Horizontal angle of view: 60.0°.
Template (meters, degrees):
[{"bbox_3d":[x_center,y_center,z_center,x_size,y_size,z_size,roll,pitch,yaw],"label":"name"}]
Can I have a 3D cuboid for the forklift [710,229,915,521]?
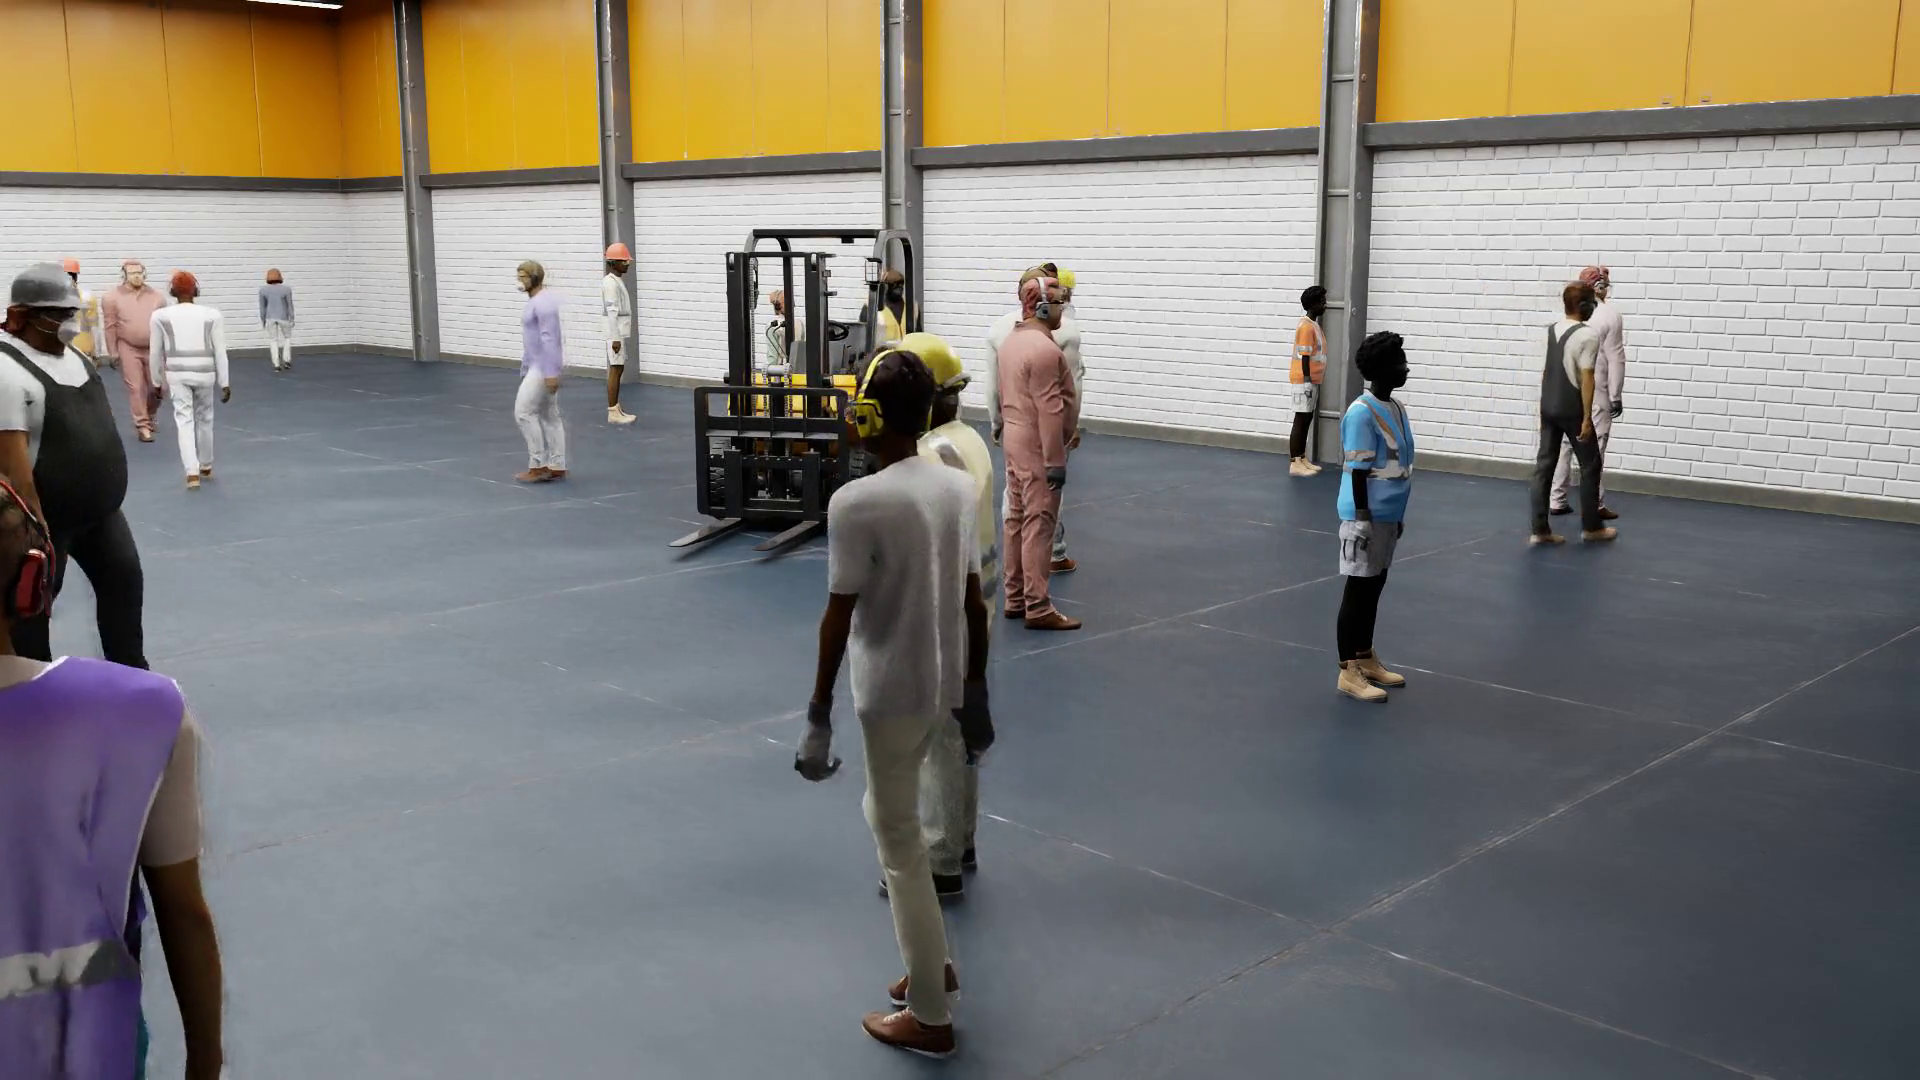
[{"bbox_3d":[-1.050,-1.319,12.920,1.214,2.155,2.313,2,11,13],"label":"forklift"}]

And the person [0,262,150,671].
[{"bbox_3d":[-3.773,-0.182,7.135,0.772,2.000,0.713,1,10,7],"label":"person"}]

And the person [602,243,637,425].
[{"bbox_3d":[-3.854,-2.332,18.856,0.384,2.041,0.615,-1,10,-6],"label":"person"}]

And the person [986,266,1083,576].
[{"bbox_3d":[0.470,-0.740,10.457,0.627,1.940,0.375,5,11,23],"label":"person"}]

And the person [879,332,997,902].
[{"bbox_3d":[-0.089,0.248,5.384,0.403,1.828,0.588,3,11,14],"label":"person"}]

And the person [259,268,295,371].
[{"bbox_3d":[-10.745,-3.468,26.213,0.517,1.613,0.521,-2,11,-8],"label":"person"}]

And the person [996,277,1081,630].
[{"bbox_3d":[0.441,-0.470,9.074,0.405,1.909,0.636,-3,11,-18],"label":"person"}]

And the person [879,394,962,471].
[{"bbox_3d":[-0.239,-0.306,8.982,0.509,1.616,0.669,5,12,26],"label":"person"}]

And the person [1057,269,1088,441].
[{"bbox_3d":[1.068,-1.836,16.849,0.806,1.787,0.607,-5,12,-27],"label":"person"}]

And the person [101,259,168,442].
[{"bbox_3d":[-8.544,-1.970,17.298,0.649,1.892,0.518,-9,14,-40],"label":"person"}]

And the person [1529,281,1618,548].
[{"bbox_3d":[4.246,-0.856,11.412,0.808,1.816,0.532,-5,12,-26],"label":"person"}]

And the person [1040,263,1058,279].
[{"bbox_3d":[0.837,-1.790,16.409,0.334,1.859,0.521,7,13,35],"label":"person"}]

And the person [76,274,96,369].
[{"bbox_3d":[-10.159,-2.290,19.103,0.596,1.870,0.980,-1,10,-8],"label":"person"}]

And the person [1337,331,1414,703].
[{"bbox_3d":[1.922,-0.115,7.701,0.318,1.700,0.535,6,12,31],"label":"person"}]

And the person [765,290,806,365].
[{"bbox_3d":[-1.583,-1.450,15.139,0.315,1.641,0.515,7,12,32],"label":"person"}]

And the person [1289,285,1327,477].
[{"bbox_3d":[3.098,-1.413,14.808,0.320,1.694,0.532,4,11,21],"label":"person"}]

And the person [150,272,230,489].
[{"bbox_3d":[-6.571,-1.367,14.201,0.595,1.828,1.025,-5,12,-27],"label":"person"}]

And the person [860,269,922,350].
[{"bbox_3d":[-0.638,-1.679,15.934,0.640,1.831,0.690,-5,12,-27],"label":"person"}]

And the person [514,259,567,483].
[{"bbox_3d":[-3.690,-1.433,14.279,0.623,1.919,0.661,-4,11,-21],"label":"person"}]

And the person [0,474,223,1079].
[{"bbox_3d":[-1.330,0.809,2.337,0.569,1.825,0.552,-7,13,-34],"label":"person"}]

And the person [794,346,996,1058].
[{"bbox_3d":[-0.186,0.432,4.316,0.510,1.853,0.513,8,13,36],"label":"person"}]

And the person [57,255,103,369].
[{"bbox_3d":[-9.148,-1.960,17.150,0.561,1.921,0.465,-4,11,-21],"label":"person"}]

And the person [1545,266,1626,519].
[{"bbox_3d":[4.734,-1.106,12.559,0.405,1.903,0.636,-7,13,-35],"label":"person"}]
